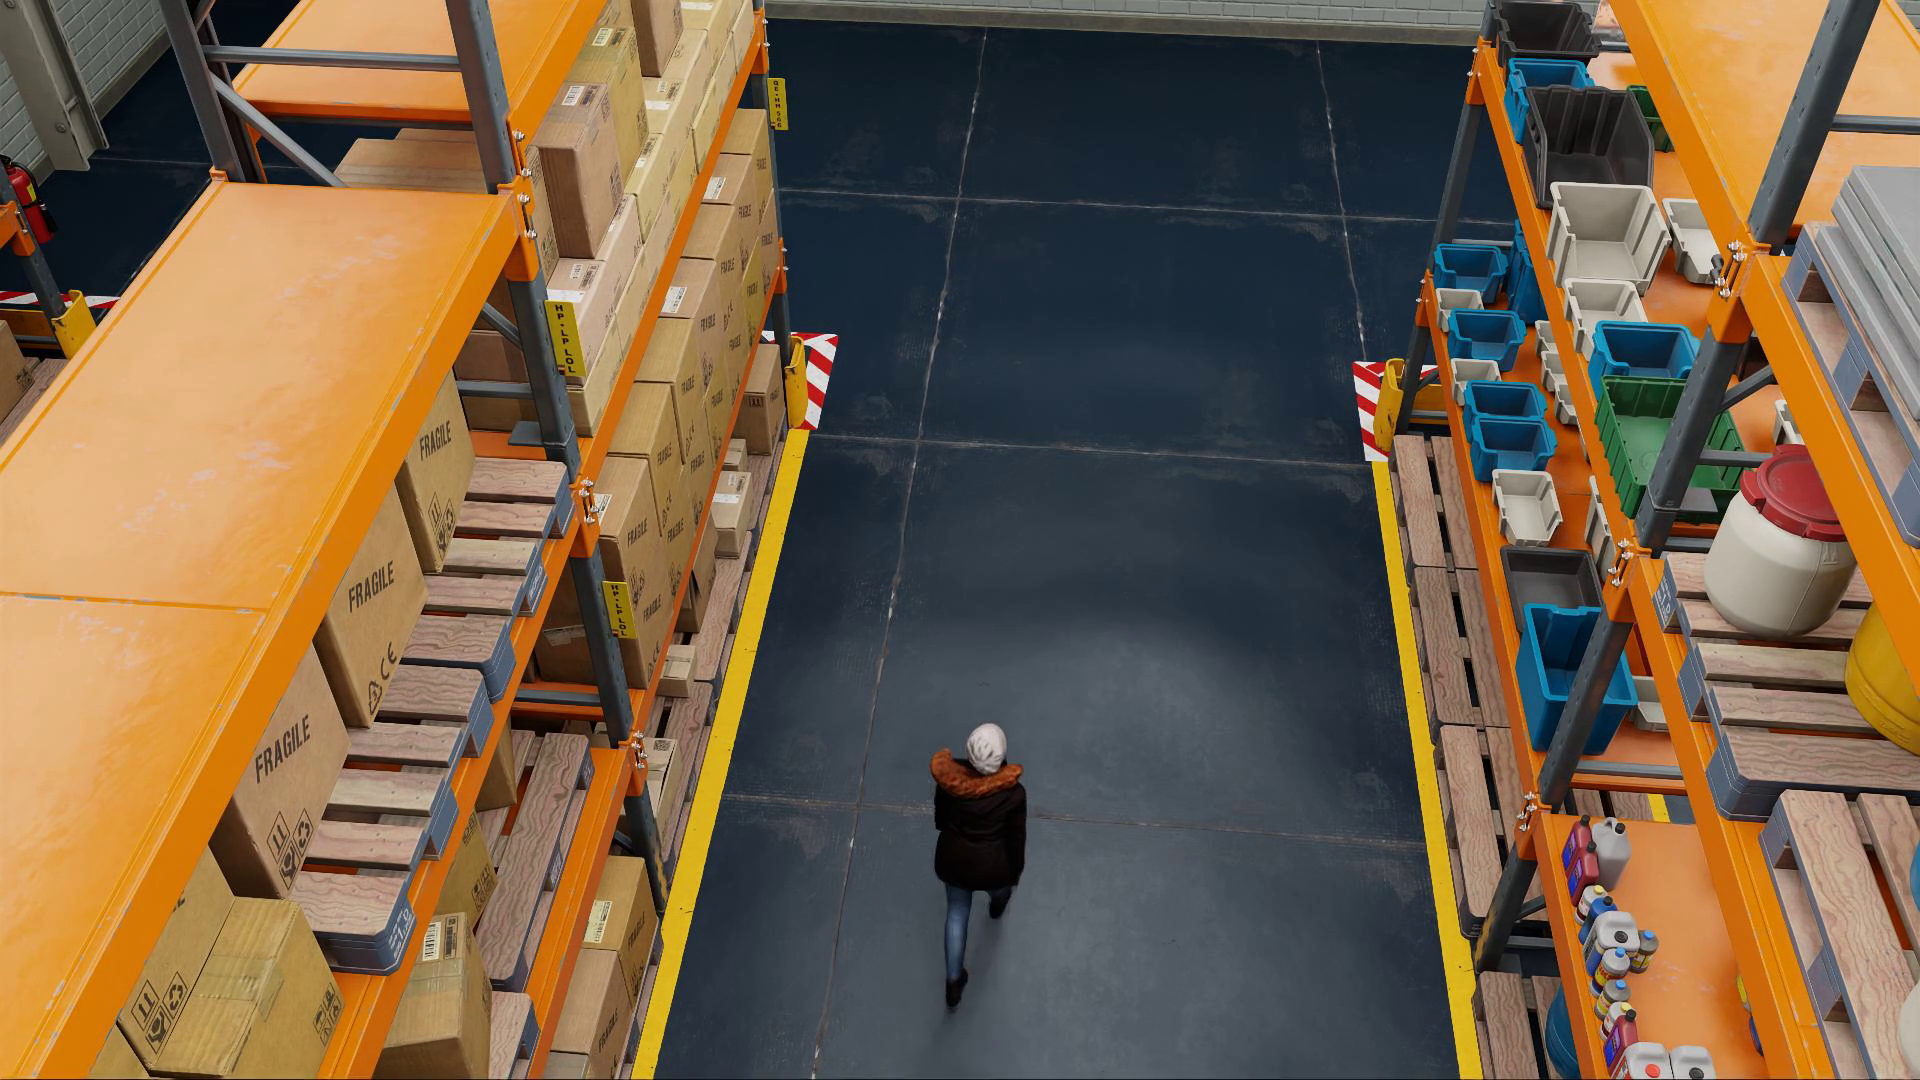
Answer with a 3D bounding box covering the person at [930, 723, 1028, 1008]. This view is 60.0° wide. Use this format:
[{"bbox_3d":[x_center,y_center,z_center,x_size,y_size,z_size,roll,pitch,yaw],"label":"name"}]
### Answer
[{"bbox_3d":[0.050,1.458,7.476,0.712,1.599,1.069,10,44,10],"label":"person"}]
